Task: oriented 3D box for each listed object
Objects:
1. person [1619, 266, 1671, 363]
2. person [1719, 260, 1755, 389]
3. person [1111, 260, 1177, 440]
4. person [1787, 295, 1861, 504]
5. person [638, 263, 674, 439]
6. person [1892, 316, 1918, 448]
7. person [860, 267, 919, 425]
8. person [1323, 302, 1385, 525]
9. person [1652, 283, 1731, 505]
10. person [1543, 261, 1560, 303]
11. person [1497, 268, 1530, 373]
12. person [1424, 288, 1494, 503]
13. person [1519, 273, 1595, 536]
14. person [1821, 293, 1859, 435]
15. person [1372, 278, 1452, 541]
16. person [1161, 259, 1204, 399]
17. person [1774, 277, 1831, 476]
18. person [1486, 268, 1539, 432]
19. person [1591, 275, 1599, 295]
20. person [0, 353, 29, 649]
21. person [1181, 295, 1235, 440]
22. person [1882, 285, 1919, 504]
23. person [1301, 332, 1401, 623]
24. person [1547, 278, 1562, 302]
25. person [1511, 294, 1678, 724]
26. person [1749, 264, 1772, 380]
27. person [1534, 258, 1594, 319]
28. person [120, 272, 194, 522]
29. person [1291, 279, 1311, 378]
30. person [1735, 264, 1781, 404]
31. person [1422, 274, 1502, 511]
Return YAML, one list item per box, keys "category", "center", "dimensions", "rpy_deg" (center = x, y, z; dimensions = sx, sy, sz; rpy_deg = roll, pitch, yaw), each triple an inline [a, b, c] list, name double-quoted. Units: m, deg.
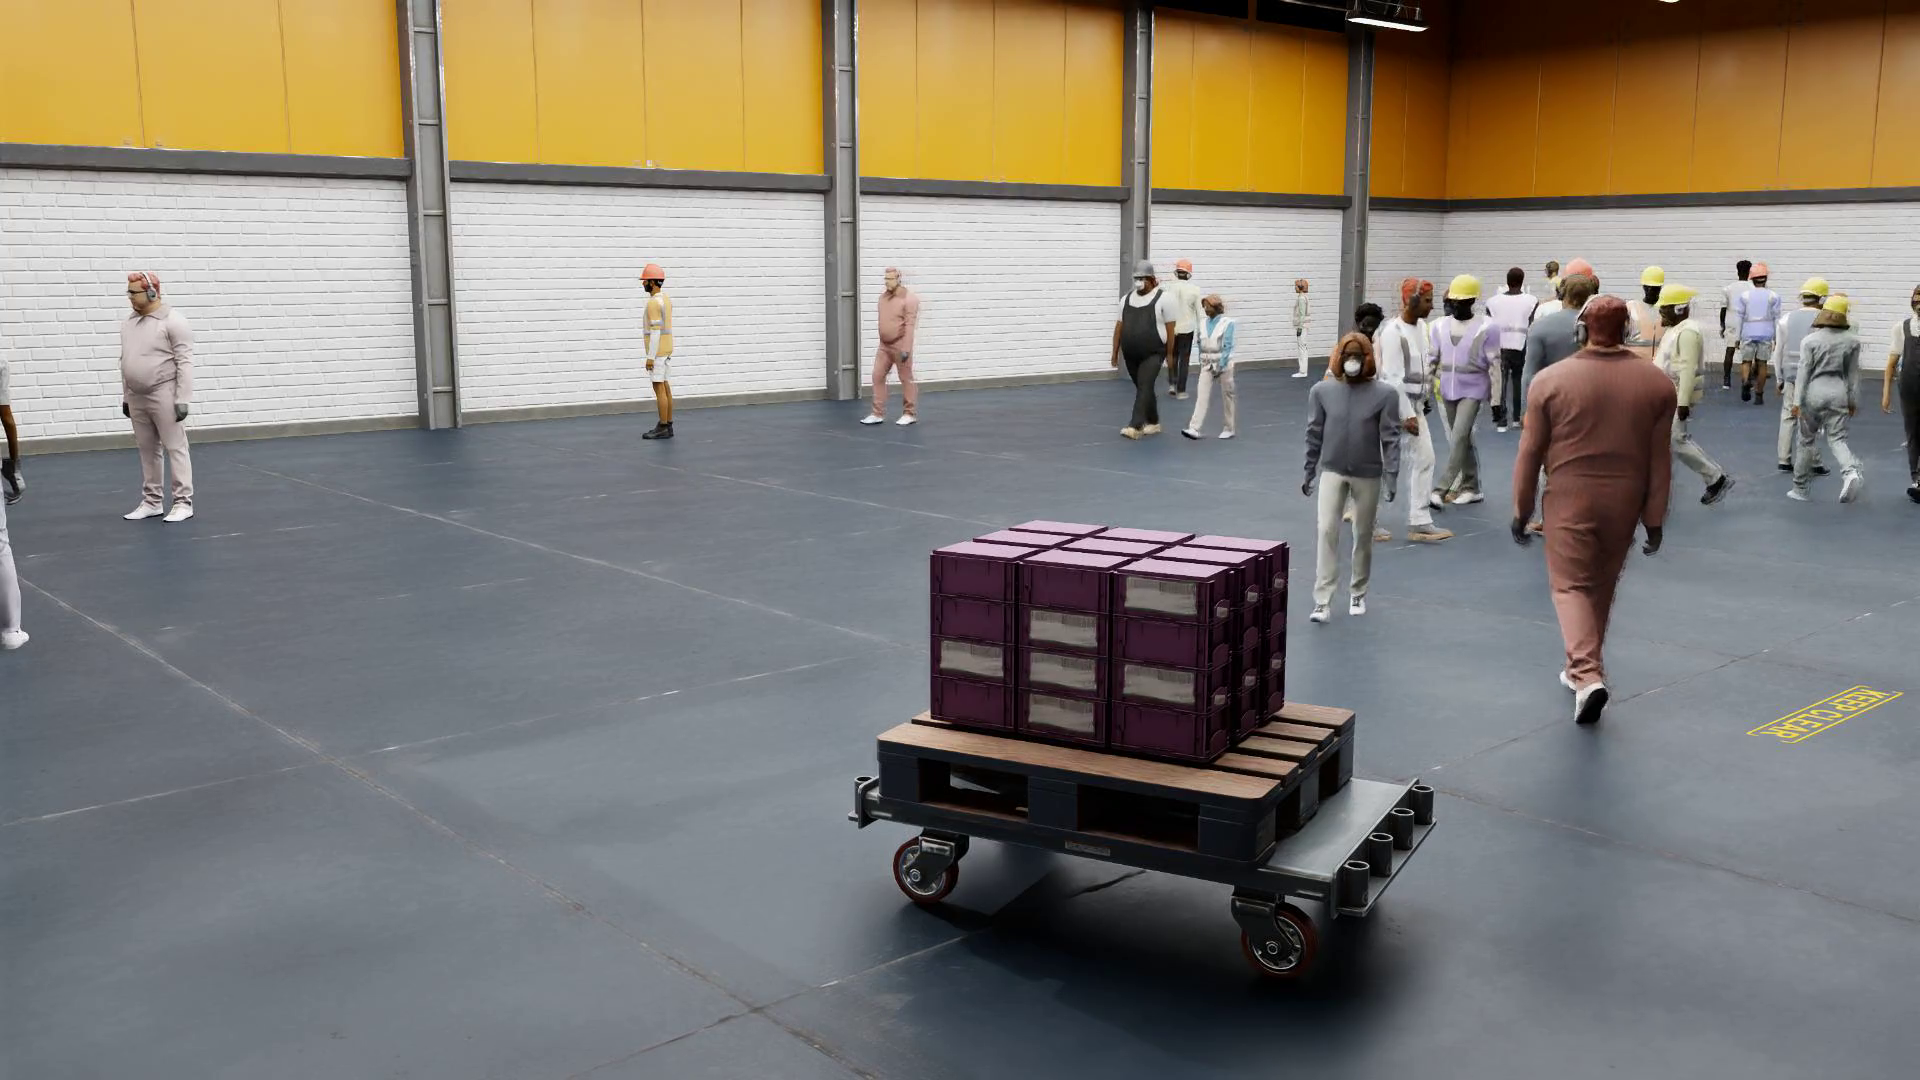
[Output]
- category: "person"
  center: [6.718, -1.697, 16.256]
  dimensions: [0.626, 1.933, 0.421]
  rpy_deg: [-1, 10, -3]
- category: "person"
  center: [11.886, -3.275, 25.326]
  dimensions: [0.600, 1.967, 0.369]
  rpy_deg: [7, 12, 37]
- category: "person"
  center: [2.023, -2.157, 18.569]
  dimensions: [0.692, 2.000, 1.042]
  rpy_deg: [7, 12, 36]
- category: "person"
  center: [7.099, -1.138, 13.568]
  dimensions: [0.516, 1.707, 0.747]
  rpy_deg: [0, 10, 0]
- category: "person"
  center: [-3.368, -2.084, 18.438]
  dimensions: [0.359, 1.939, 0.543]
  rpy_deg: [1, 10, 5]
- category: "person"
  center: [10.069, -1.794, 17.478]
  dimensions: [0.372, 1.681, 0.541]
  rpy_deg: [-6, 11, -30]
- category: "person"
  center: [-0.842, -2.285, 19.762]
  dimensions: [0.664, 1.875, 0.843]
  rpy_deg: [9, 13, 41]
- category: "person"
  center: [2.967, -0.935, 12.458]
  dimensions: [0.558, 1.668, 0.658]
  rpy_deg: [6, 12, 33]
- category: "person"
  center: [5.847, -1.157, 13.410]
  dimensions: [0.616, 1.810, 0.622]
  rpy_deg: [2, 10, 12]
- category: "person"
  center: [10.152, -3.804, 28.514]
  dimensions: [0.349, 1.936, 0.635]
  rpy_deg: [4, 11, 24]
- category: "person"
  center: [9.497, -3.753, 28.556]
  dimensions: [0.637, 1.816, 0.988]
  rpy_deg: [1, 10, 6]
- category: "person"
  center: [4.182, -1.222, 13.896]
  dimensions: [0.818, 1.788, 0.644]
  rpy_deg: [-9, 13, -41]
- category: "person"
  center: [4.261, -0.925, 11.741]
  dimensions: [0.651, 1.900, 0.590]
  rpy_deg: [-1, 10, -8]
- category: "person"
  center: [9.938, -2.011, 19.006]
  dimensions: [0.516, 1.599, 0.736]
  rpy_deg: [4, 11, 24]
- category: "person"
  center: [3.159, -0.902, 11.716]
  dimensions: [0.622, 1.859, 0.741]
  rpy_deg: [-9, 13, -42]
- category: "person"
  center: [3.166, -2.996, 23.660]
  dimensions: [0.651, 1.973, 0.525]
  rpy_deg: [4, 11, 24]
- category: "person"
  center: [7.834, -1.504, 15.360]
  dimensions: [0.404, 1.827, 0.599]
  rpy_deg: [-6, 12, -33]
- category: "person"
  center: [6.432, -2.218, 19.400]
  dimensions: [0.623, 1.872, 0.957]
  rpy_deg: [5, 11, 25]
- category: "person"
  center: [6.480, -1.835, 17.274]
  dimensions: [0.429, 1.840, 0.633]
  rpy_deg: [0, 10, -3]
- category: "person"
  center: [-5.067, -0.347, 8.474]
  dimensions: [0.526, 1.871, 0.324]
  rpy_deg: [-6, 12, -33]
- category: "person"
  center: [2.755, -1.871, 18.188]
  dimensions: [0.511, 1.586, 0.869]
  rpy_deg: [8, 13, 41]
- category: "person"
  center: [7.887, -1.195, 13.661]
  dimensions: [0.539, 1.790, 0.973]
  rpy_deg: [7, 12, 37]
- category: "person"
  center: [2.139, -0.332, 9.161]
  dimensions: [0.543, 1.599, 0.781]
  rpy_deg: [3, 10, 18]
- category: "person"
  center: [8.614, -2.972, 24.255]
  dimensions: [0.851, 1.723, 0.524]
  rpy_deg: [-3, 10, -15]
- category: "person"
  center: [2.801, -0.151, 7.356]
  dimensions: [0.650, 1.868, 0.962]
  rpy_deg: [1, 10, 3]
- category: "person"
  center: [13.126, -3.574, 27.319]
  dimensions: [0.742, 1.894, 0.385]
  rpy_deg: [-4, 10, -22]
- category: "person"
  center: [4.959, -1.287, 13.571]
  dimensions: [0.631, 2.016, 0.904]
  rpy_deg: [1, 10, 6]
- category: "person"
  center: [-6.153, -1.082, 12.687]
  dimensions: [0.636, 1.903, 0.404]
  rpy_deg: [4, 10, 21]
- category: "person"
  center: [5.692, -3.524, 27.745]
  dimensions: [0.311, 1.638, 0.523]
  rpy_deg: [3, 10, 15]
- category: "person"
  center: [10.833, -2.781, 22.605]
  dimensions: [0.564, 1.912, 0.570]
  rpy_deg: [5, 11, 29]
- category: "person"
  center: [3.950, -1.168, 13.265]
  dimensions: [0.999, 1.868, 0.625]
  rpy_deg: [-8, 12, -38]
